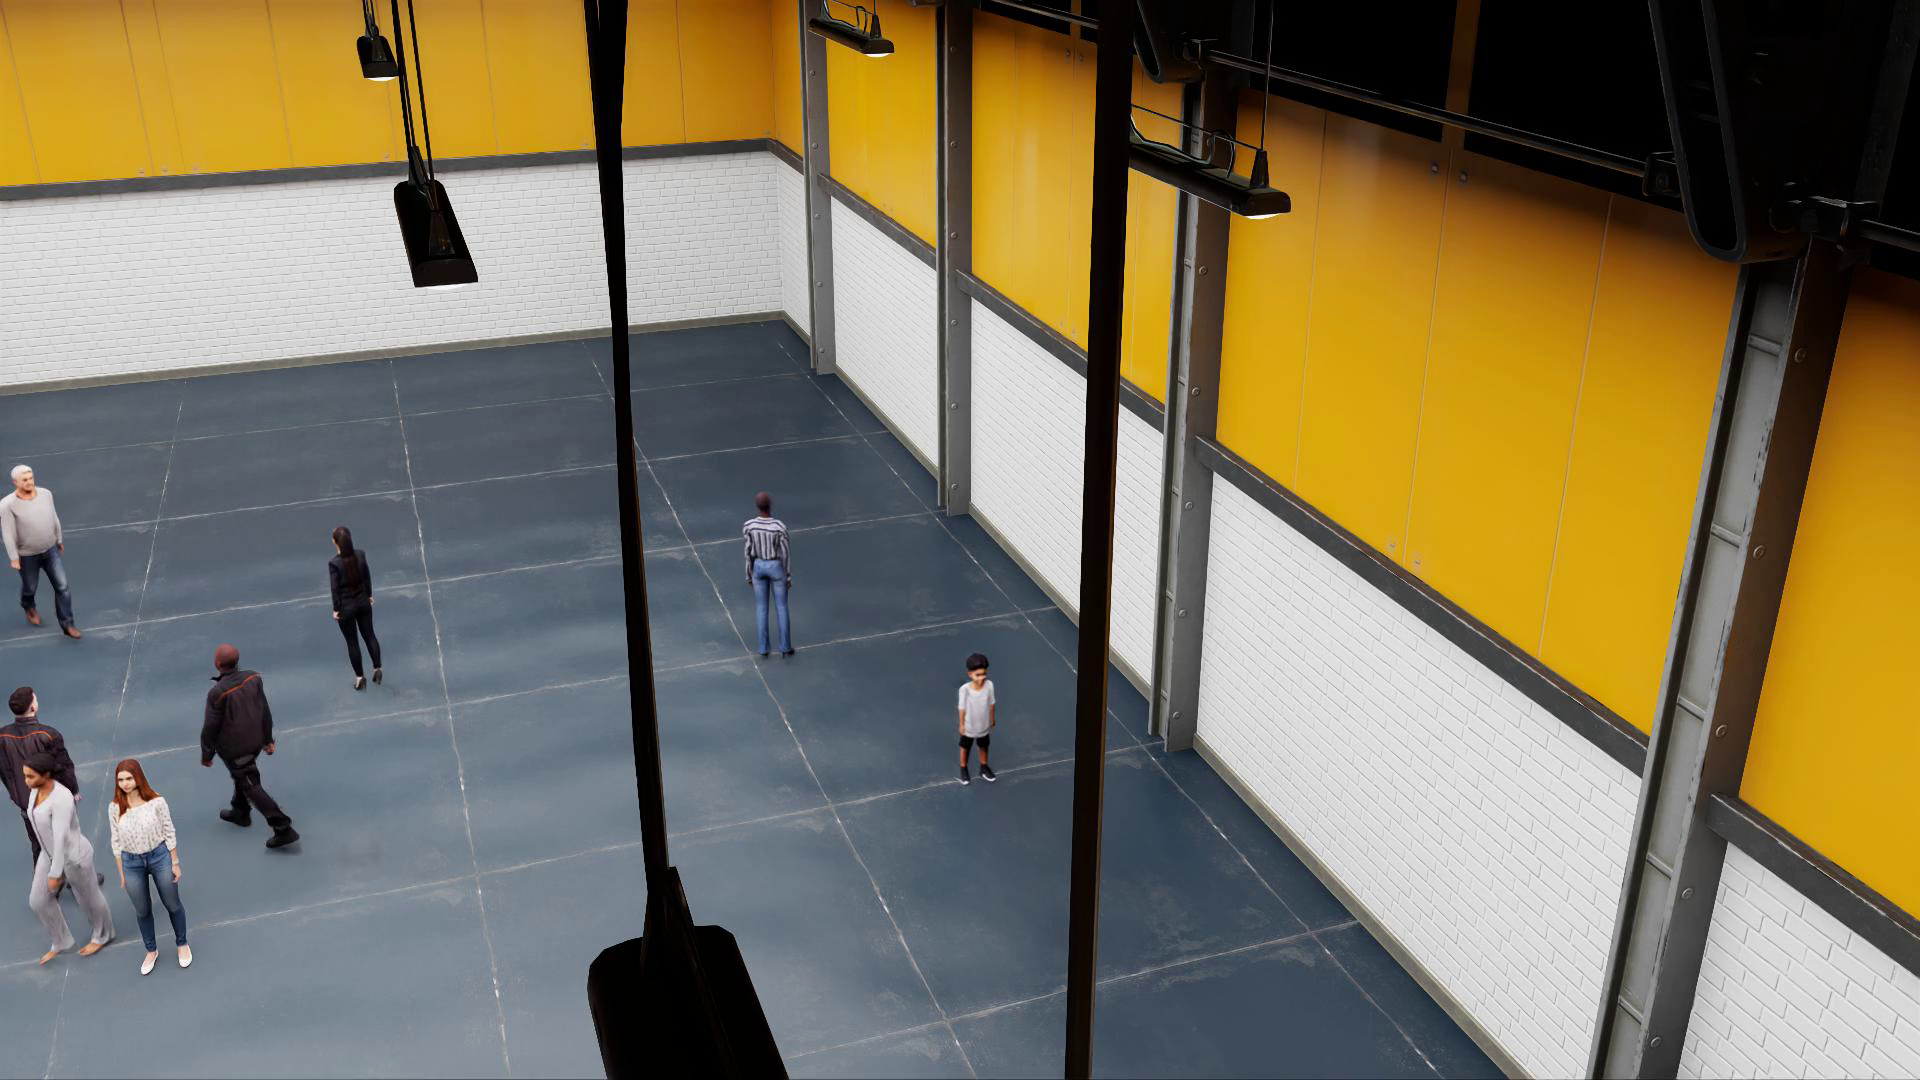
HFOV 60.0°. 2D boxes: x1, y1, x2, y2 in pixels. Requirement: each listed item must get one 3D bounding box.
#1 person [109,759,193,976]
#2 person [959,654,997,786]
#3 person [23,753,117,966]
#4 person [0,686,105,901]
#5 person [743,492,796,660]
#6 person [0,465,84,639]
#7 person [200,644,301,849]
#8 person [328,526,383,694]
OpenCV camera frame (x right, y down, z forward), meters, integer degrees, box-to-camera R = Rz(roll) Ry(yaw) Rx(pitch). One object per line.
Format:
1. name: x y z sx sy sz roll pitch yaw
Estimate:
1. person: -5.976 2.376 12.239 0.580 1.728 0.512 -7 25 -15
2. person: 0.141 1.568 14.681 0.508 1.253 0.497 -5 24 -11
3. person: -6.586 2.314 12.394 0.844 1.717 0.900 13 27 26
4. person: -7.159 1.977 12.991 0.787 1.857 0.728 -1 24 -2
5. person: -1.917 0.364 16.759 0.693 1.793 0.691 3 24 8
6. person: -9.630 0.103 17.254 1.341 1.876 1.160 18 29 35
7. person: -5.833 1.714 13.657 1.233 1.806 1.214 9 25 19
8. person: -5.900 0.658 16.190 0.650 1.711 0.646 18 29 35
